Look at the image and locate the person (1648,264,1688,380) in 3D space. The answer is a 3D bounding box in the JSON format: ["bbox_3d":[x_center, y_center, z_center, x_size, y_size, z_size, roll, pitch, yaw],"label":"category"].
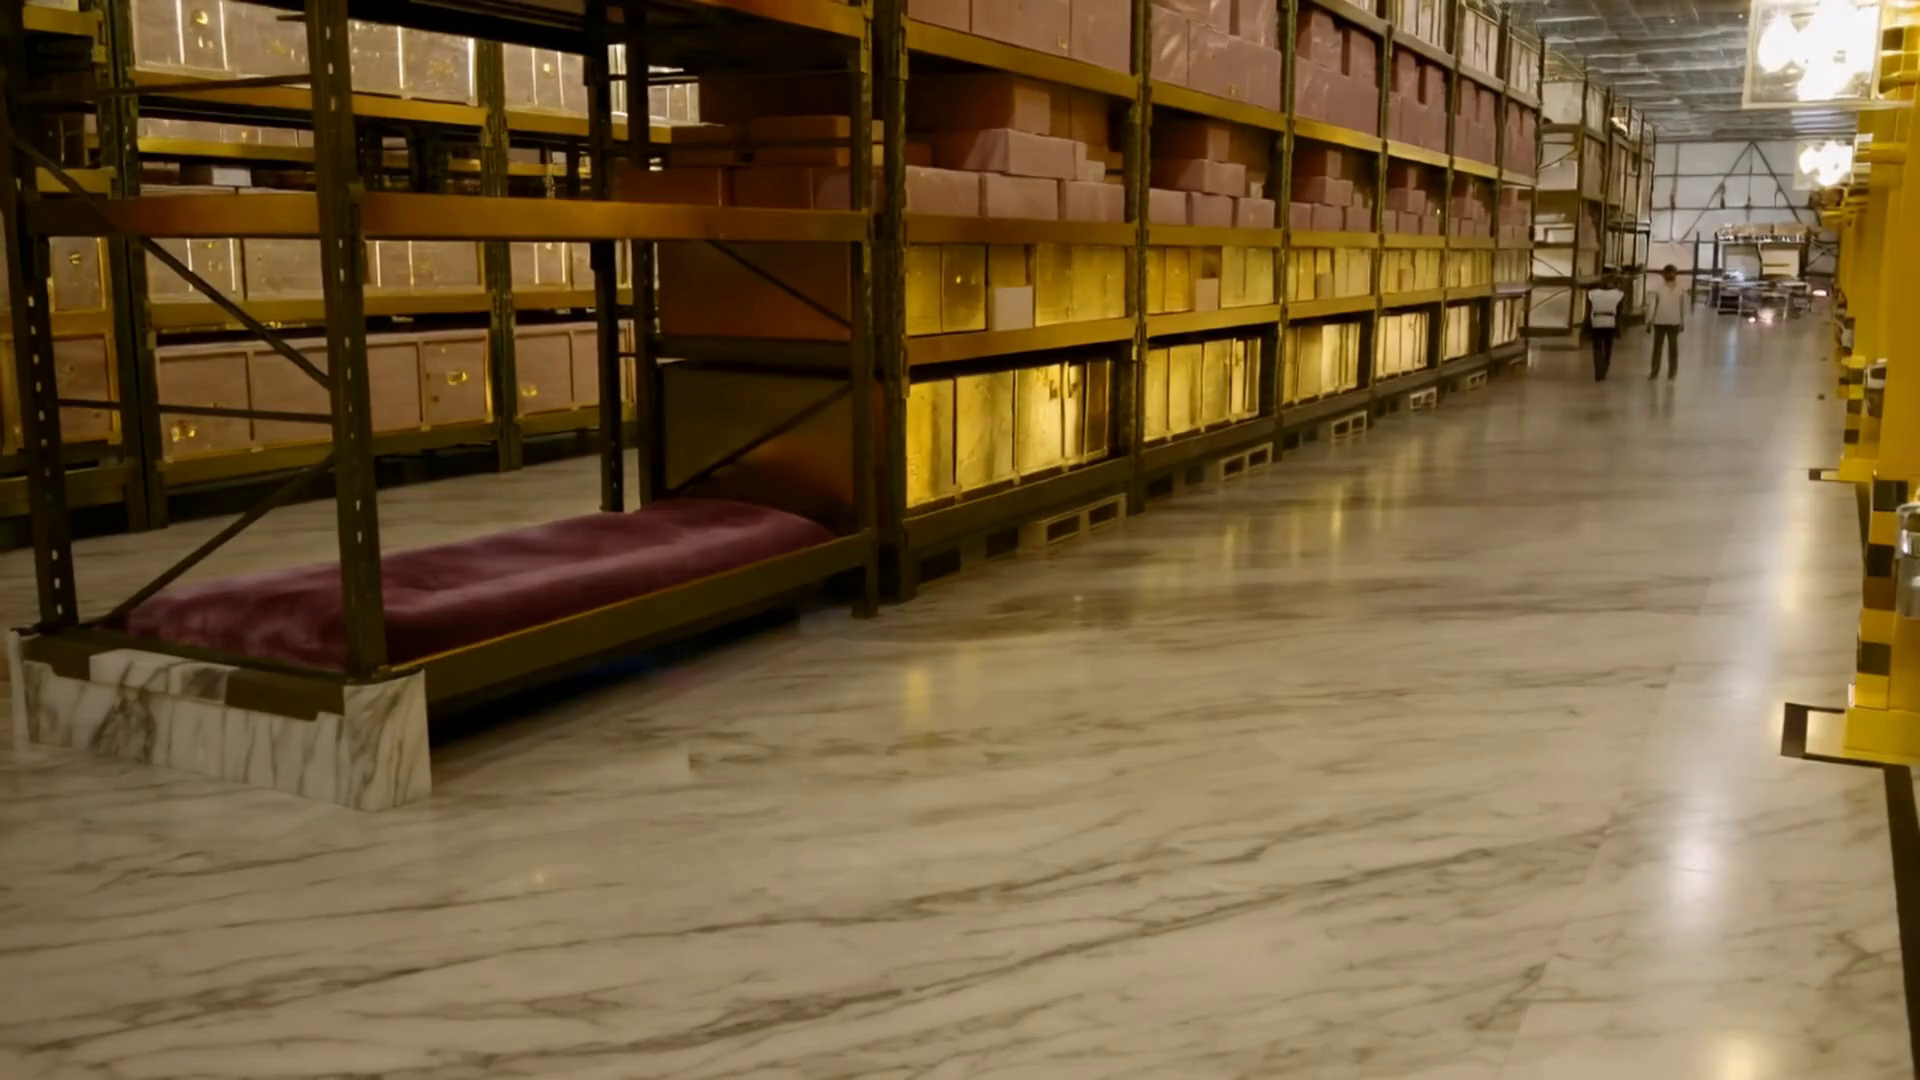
[{"bbox_3d":[12.155,-3.739,28.589,0.619,1.989,0.402,2,10,10],"label":"person"}]

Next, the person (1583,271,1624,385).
[{"bbox_3d":[10.738,-3.544,27.824,0.596,1.861,1.008,2,10,11],"label":"person"}]
